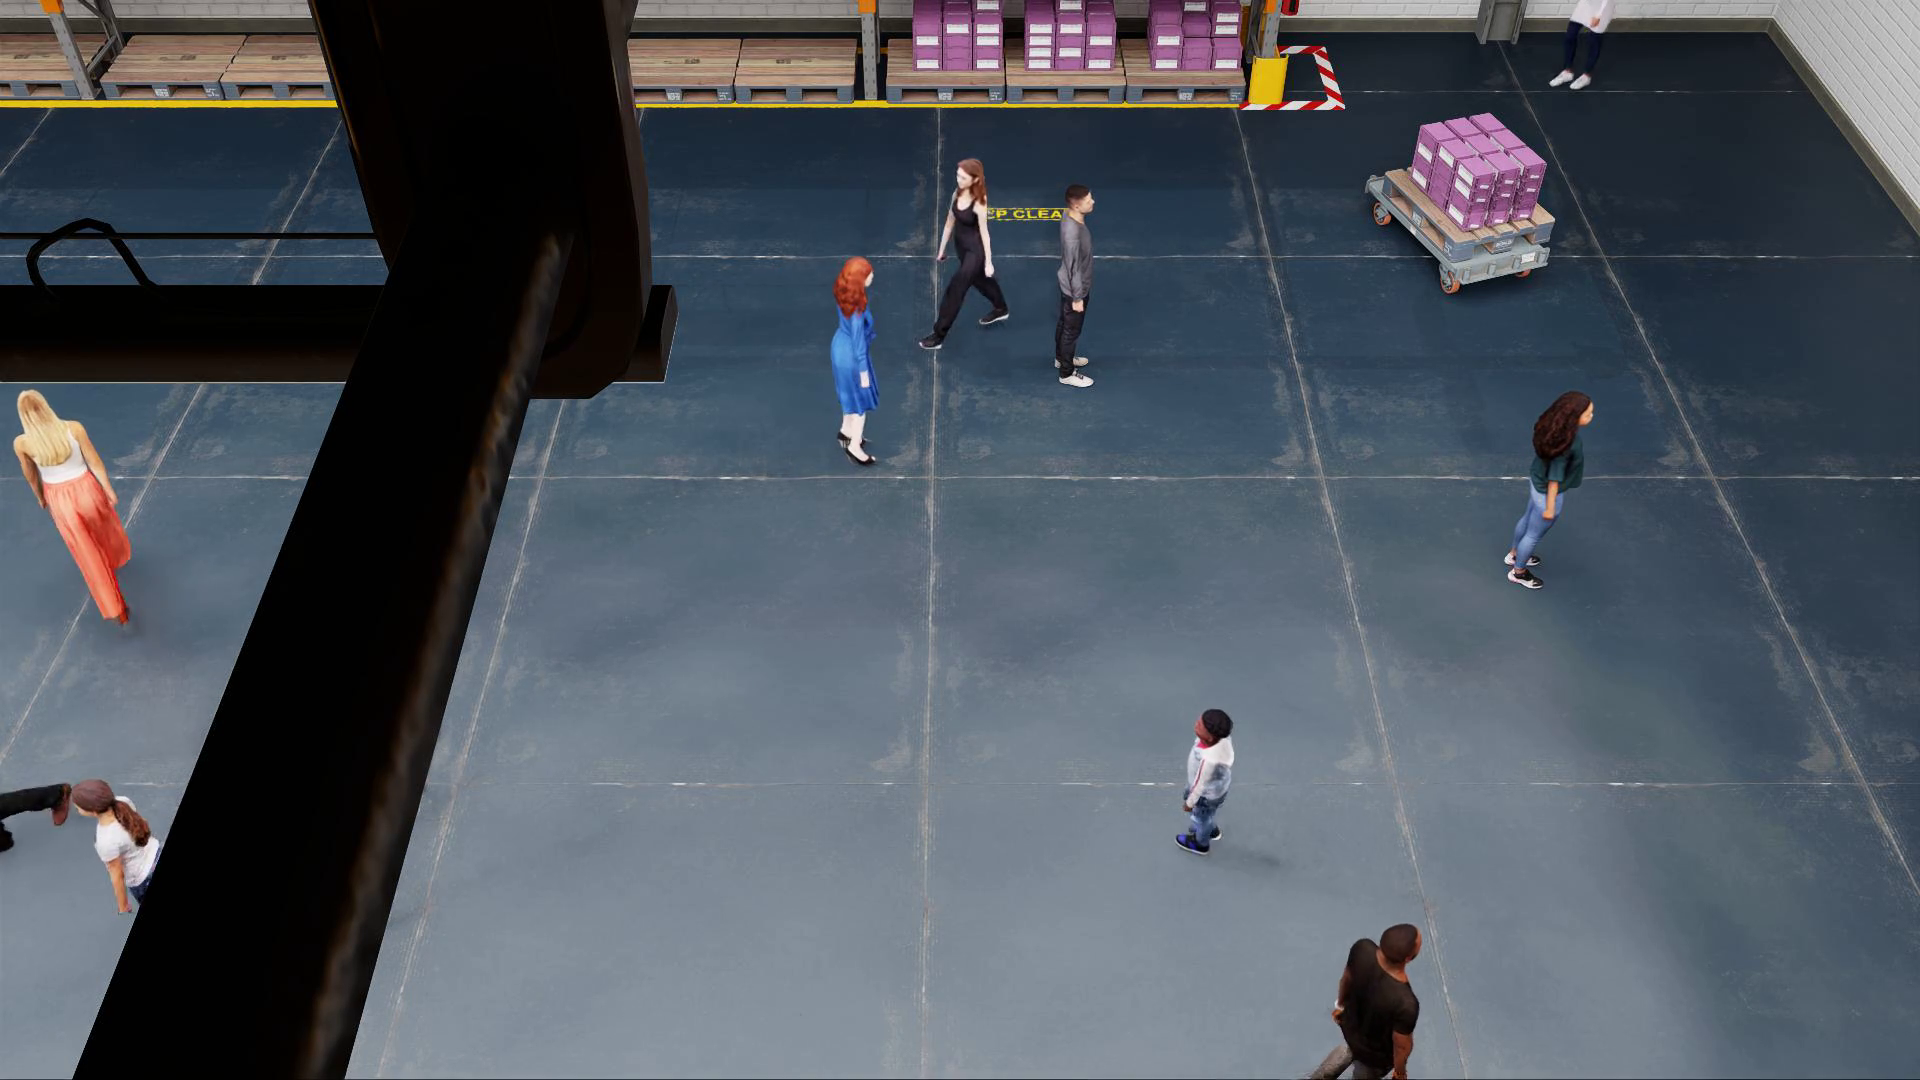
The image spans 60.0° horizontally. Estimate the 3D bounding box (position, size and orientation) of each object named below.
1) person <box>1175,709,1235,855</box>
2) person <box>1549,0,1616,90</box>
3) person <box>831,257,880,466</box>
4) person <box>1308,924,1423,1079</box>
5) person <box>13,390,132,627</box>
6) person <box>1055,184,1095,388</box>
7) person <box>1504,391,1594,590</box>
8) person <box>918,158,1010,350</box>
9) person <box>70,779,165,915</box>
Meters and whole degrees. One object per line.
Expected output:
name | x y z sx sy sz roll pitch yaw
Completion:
person | 1.516 1.447 9.836 0.594 1.256 0.567 16 46 17
person | 6.411 -5.349 16.604 0.841 1.760 0.786 -25 49 -24
person | -0.806 -1.324 12.337 0.643 1.819 0.677 -11 45 -11
person | 1.980 2.510 8.329 0.849 1.796 0.781 -16 46 -16
person | -5.938 -0.195 11.198 1.272 1.754 1.088 -18 47 -18
person | 0.896 -2.019 13.108 0.539 1.761 0.616 -2 44 -2
person | 4.055 -0.366 11.478 0.645 1.617 0.641 7 44 7
person | 0.172 -2.359 13.526 1.244 1.676 1.062 -24 49 -23
person | -4.461 1.818 9.231 0.614 1.553 0.557 -3 44 -3
